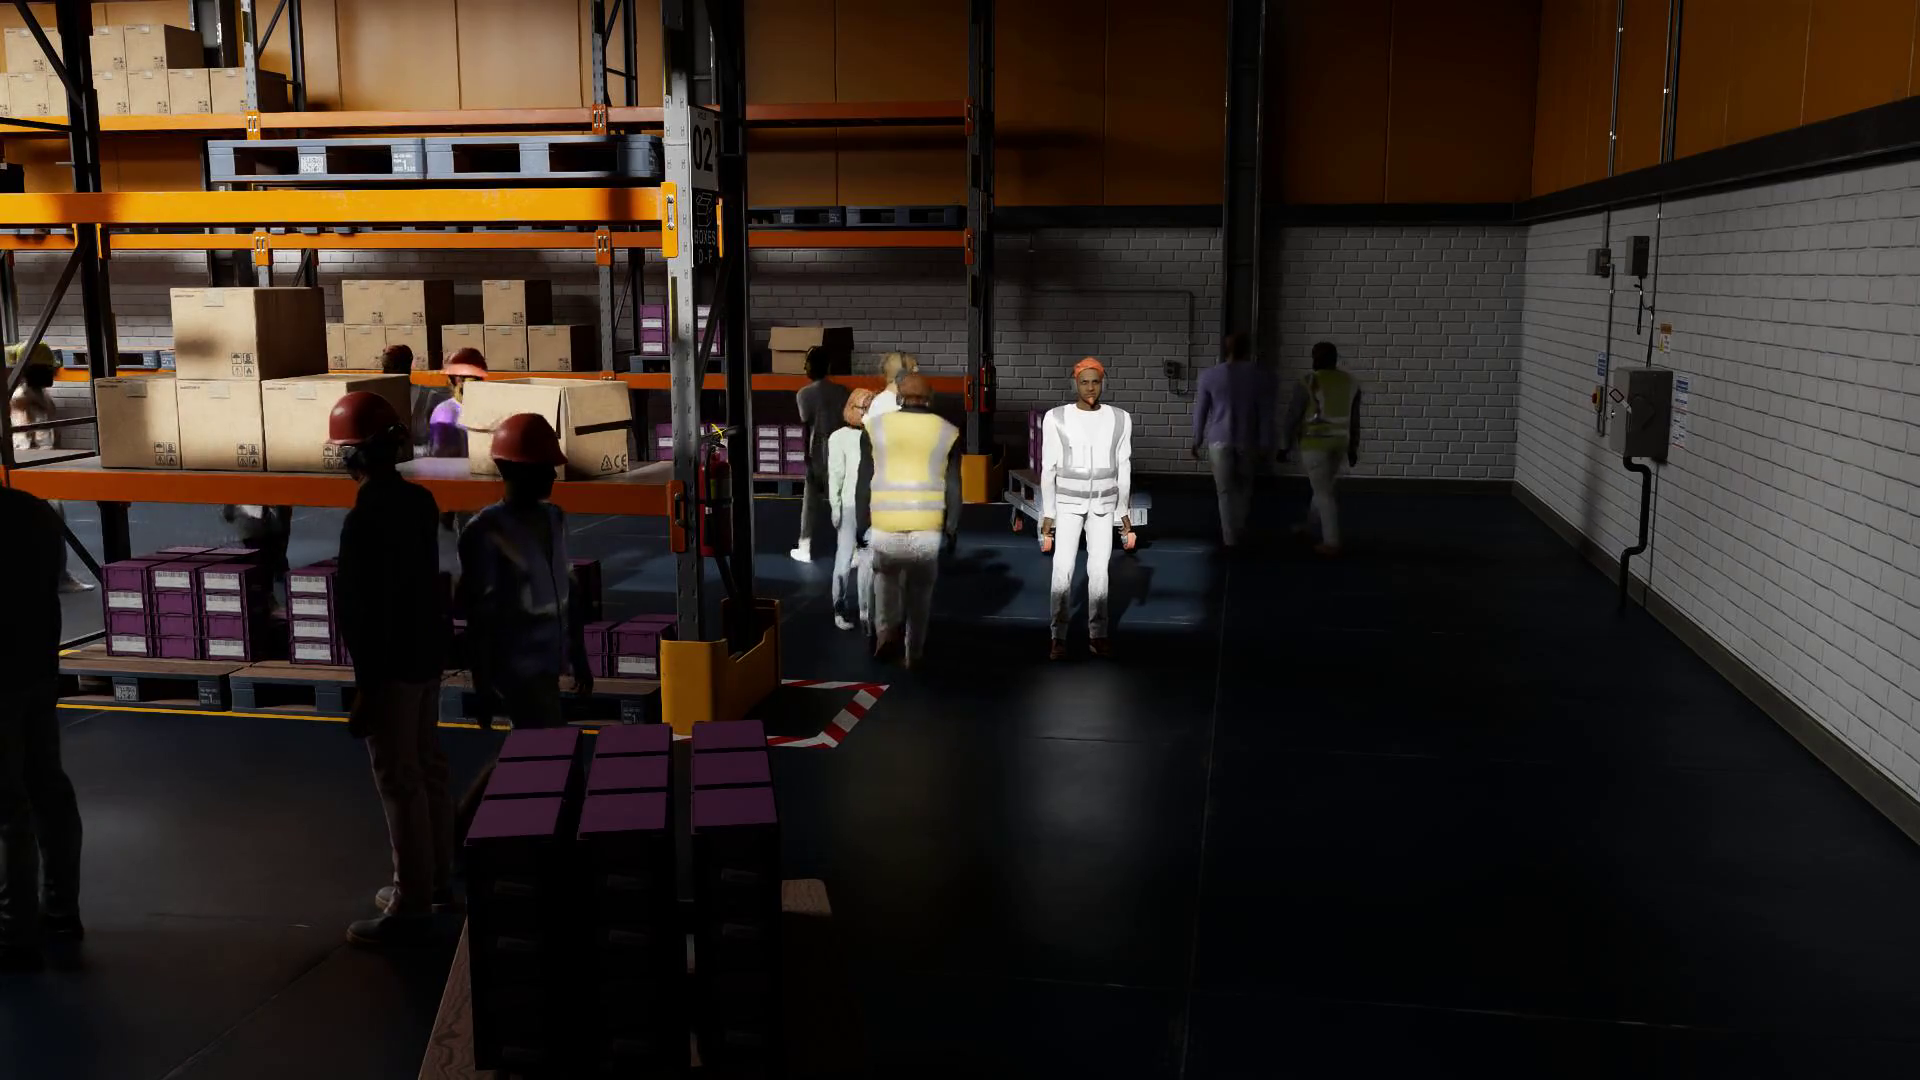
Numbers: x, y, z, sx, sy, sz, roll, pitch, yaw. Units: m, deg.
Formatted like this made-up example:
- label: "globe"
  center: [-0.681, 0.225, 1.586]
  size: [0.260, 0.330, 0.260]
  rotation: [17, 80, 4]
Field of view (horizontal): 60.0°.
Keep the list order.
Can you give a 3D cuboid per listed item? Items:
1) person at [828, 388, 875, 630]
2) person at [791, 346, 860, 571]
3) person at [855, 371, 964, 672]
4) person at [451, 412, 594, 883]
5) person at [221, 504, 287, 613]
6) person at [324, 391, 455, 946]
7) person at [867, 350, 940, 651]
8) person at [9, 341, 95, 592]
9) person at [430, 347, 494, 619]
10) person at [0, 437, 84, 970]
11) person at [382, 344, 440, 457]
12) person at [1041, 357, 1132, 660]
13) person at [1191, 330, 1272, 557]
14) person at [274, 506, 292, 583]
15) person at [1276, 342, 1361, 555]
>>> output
- label: "person"
  center: [-0.673, -0.214, 11.273]
  size: [0.507, 1.630, 0.268]
  rotation: [-8, 12, -40]
- label: "person"
  center: [-1.097, -0.663, 13.525]
  size: [0.482, 1.820, 1.002]
  rotation: [-6, 11, -31]
- label: "person"
  center: [-0.299, -0.092, 9.968]
  size: [0.657, 1.819, 0.486]
  rotation: [0, 9, 1]
- label: "person"
  center: [-1.699, 0.453, 6.336]
  size: [0.940, 1.904, 0.558]
  rotation: [3, 10, 19]
- label: "person"
  center: [-4.930, -0.282, 11.541]
  size: [0.423, 1.688, 0.537]
  rotation: [3, 10, 18]
- label: "person"
  center: [-2.055, 0.460, 5.986]
  size: [0.392, 1.990, 0.611]
  rotation: [0, 9, 3]
- label: "person"
  center: [-0.321, -0.240, 10.553]
  size: [0.653, 1.917, 0.639]
  rotation: [-1, 9, -8]
- label: "person"
  center: [-6.951, -0.537, 12.412]
  size: [0.687, 1.912, 0.587]
  rotation: [-3, 10, -17]
- label: "person"
  center: [-3.147, -0.271, 10.712]
  size: [0.400, 1.926, 0.567]
  rotation: [1, 9, 9]
- label: "person"
  center: [-3.334, 0.524, 5.751]
  size: [0.377, 1.940, 0.629]
  rotation: [1, 9, 6]
- label: "person"
  center: [-4.095, -0.498, 12.261]
  size: [0.574, 1.884, 0.361]
  rotation: [1, 9, 7]
- label: "person"
  center: [0.788, -0.190, 10.354]
  size: [0.575, 1.882, 0.361]
  rotation: [-1, 9, -8]
- label: "person"
  center: [2.304, -0.834, 14.280]
  size: [0.637, 1.911, 0.756]
  rotation: [-1, 9, -7]
- label: "person"
  center: [-5.252, -0.590, 12.733]
  size: [0.395, 1.923, 0.553]
  rotation: [5, 11, 29]
- label: "person"
  center: [3.076, -0.806, 14.411]
  size: [0.645, 1.796, 0.913]
  rotation: [-4, 10, -25]
